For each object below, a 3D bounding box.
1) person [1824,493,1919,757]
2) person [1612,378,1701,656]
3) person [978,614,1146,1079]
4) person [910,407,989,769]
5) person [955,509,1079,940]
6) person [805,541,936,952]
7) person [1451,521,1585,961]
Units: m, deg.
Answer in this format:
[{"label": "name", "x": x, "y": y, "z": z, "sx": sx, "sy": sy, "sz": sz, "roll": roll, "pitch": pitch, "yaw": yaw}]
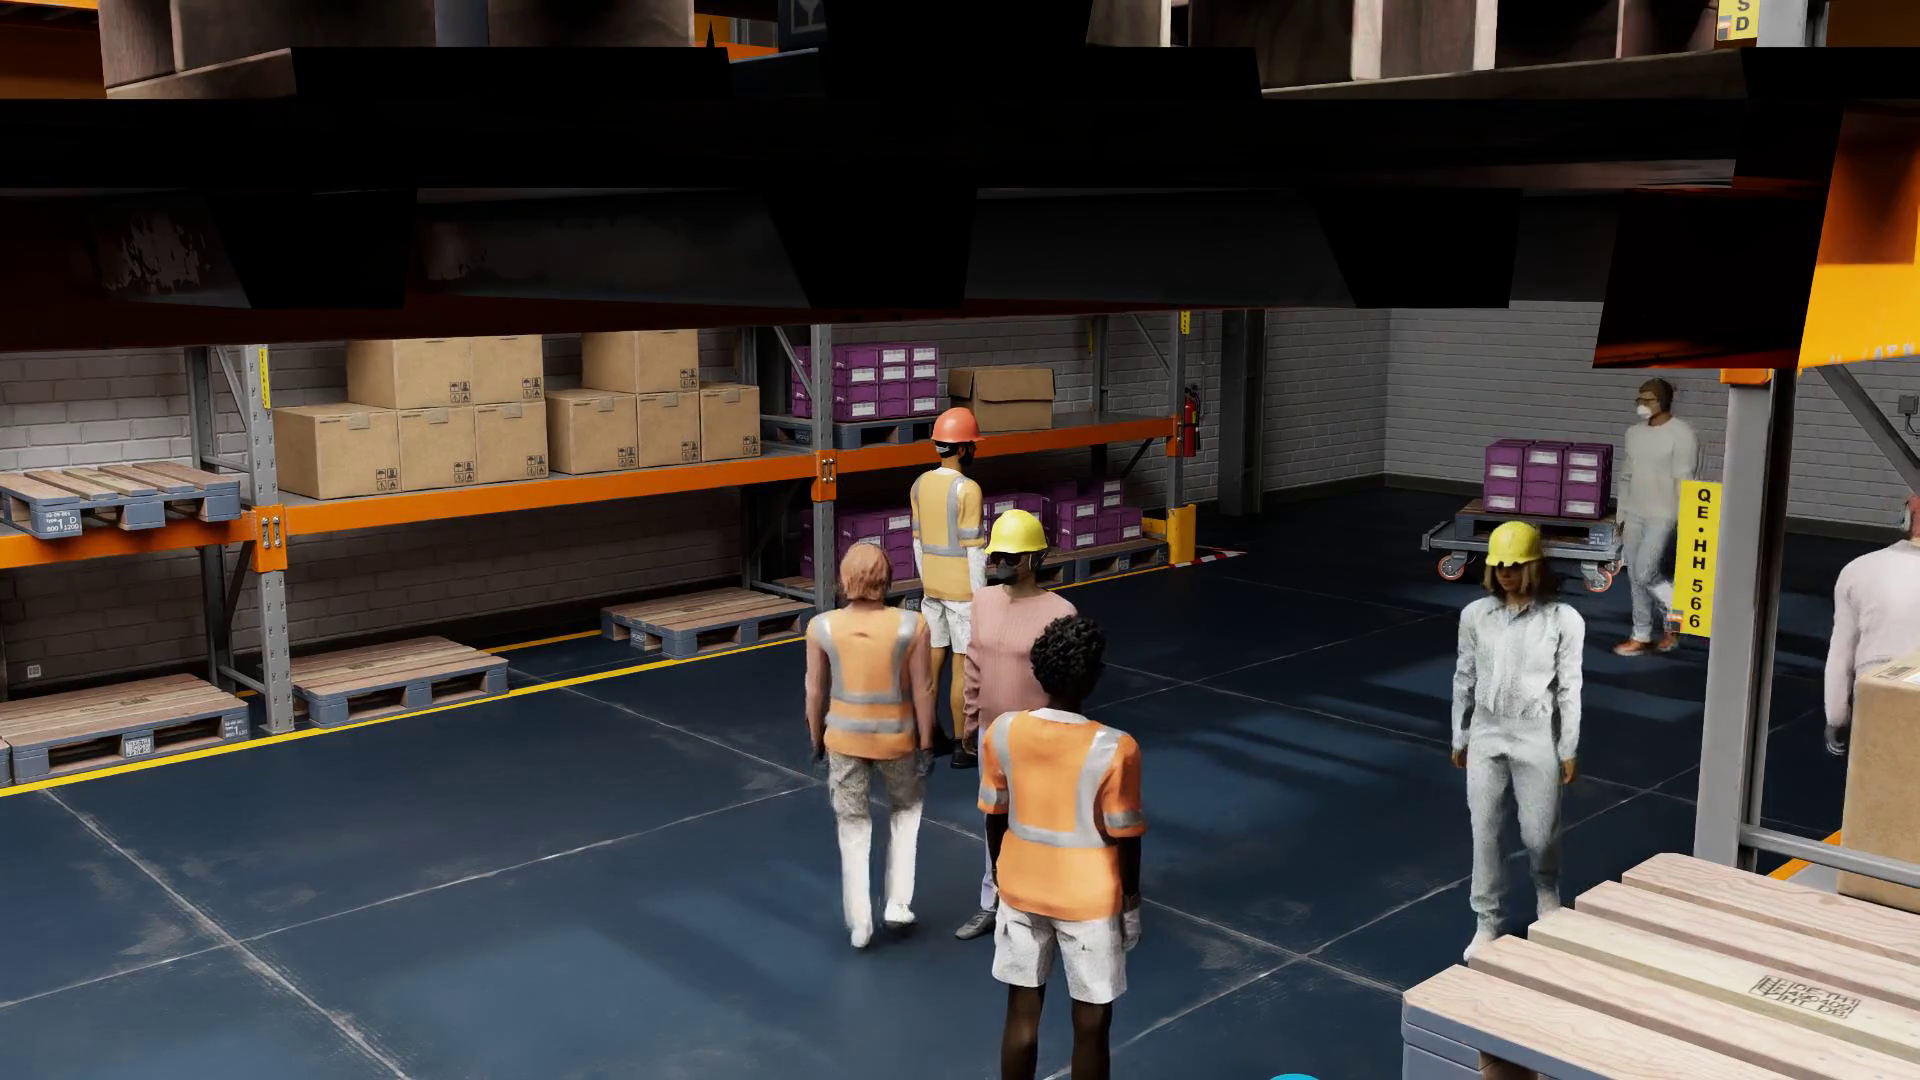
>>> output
[{"label": "person", "x": 3.848, "y": 0.689, "z": 6.631, "sx": 0.658, "sy": 1.854, "sz": 1.007, "roll": 9, "pitch": 13, "yaw": 43}, {"label": "person", "x": 4.697, "y": -0.141, "z": 11.312, "sx": 0.450, "sy": 1.920, "sz": 0.647, "roll": -3, "pitch": 10, "yaw": -16}, {"label": "person", "x": 0.306, "y": 1.060, "z": 4.940, "sx": 0.537, "sy": 1.695, "sz": 0.320, "roll": 6, "pitch": 11, "yaw": 32}, {"label": "person", "x": -0.025, "y": 0.257, "z": 8.935, "sx": 0.356, "sy": 1.939, "sz": 0.543, "roll": -8, "pitch": 13, "yaw": -39}, {"label": "person", "x": 0.225, "y": 0.753, "z": 6.531, "sx": 0.524, "sy": 1.769, "sz": 0.316, "roll": 7, "pitch": 12, "yaw": 36}, {"label": "person", "x": -0.351, "y": 0.807, "z": 6.615, "sx": 0.533, "sy": 1.623, "sz": 0.448, "roll": 1, "pitch": 10, "yaw": 5}, {"label": "person", "x": 2.172, "y": 0.773, "z": 6.500, "sx": 0.506, "sy": 1.729, "sz": 0.480, "roll": 7, "pitch": 12, "yaw": 36}]
